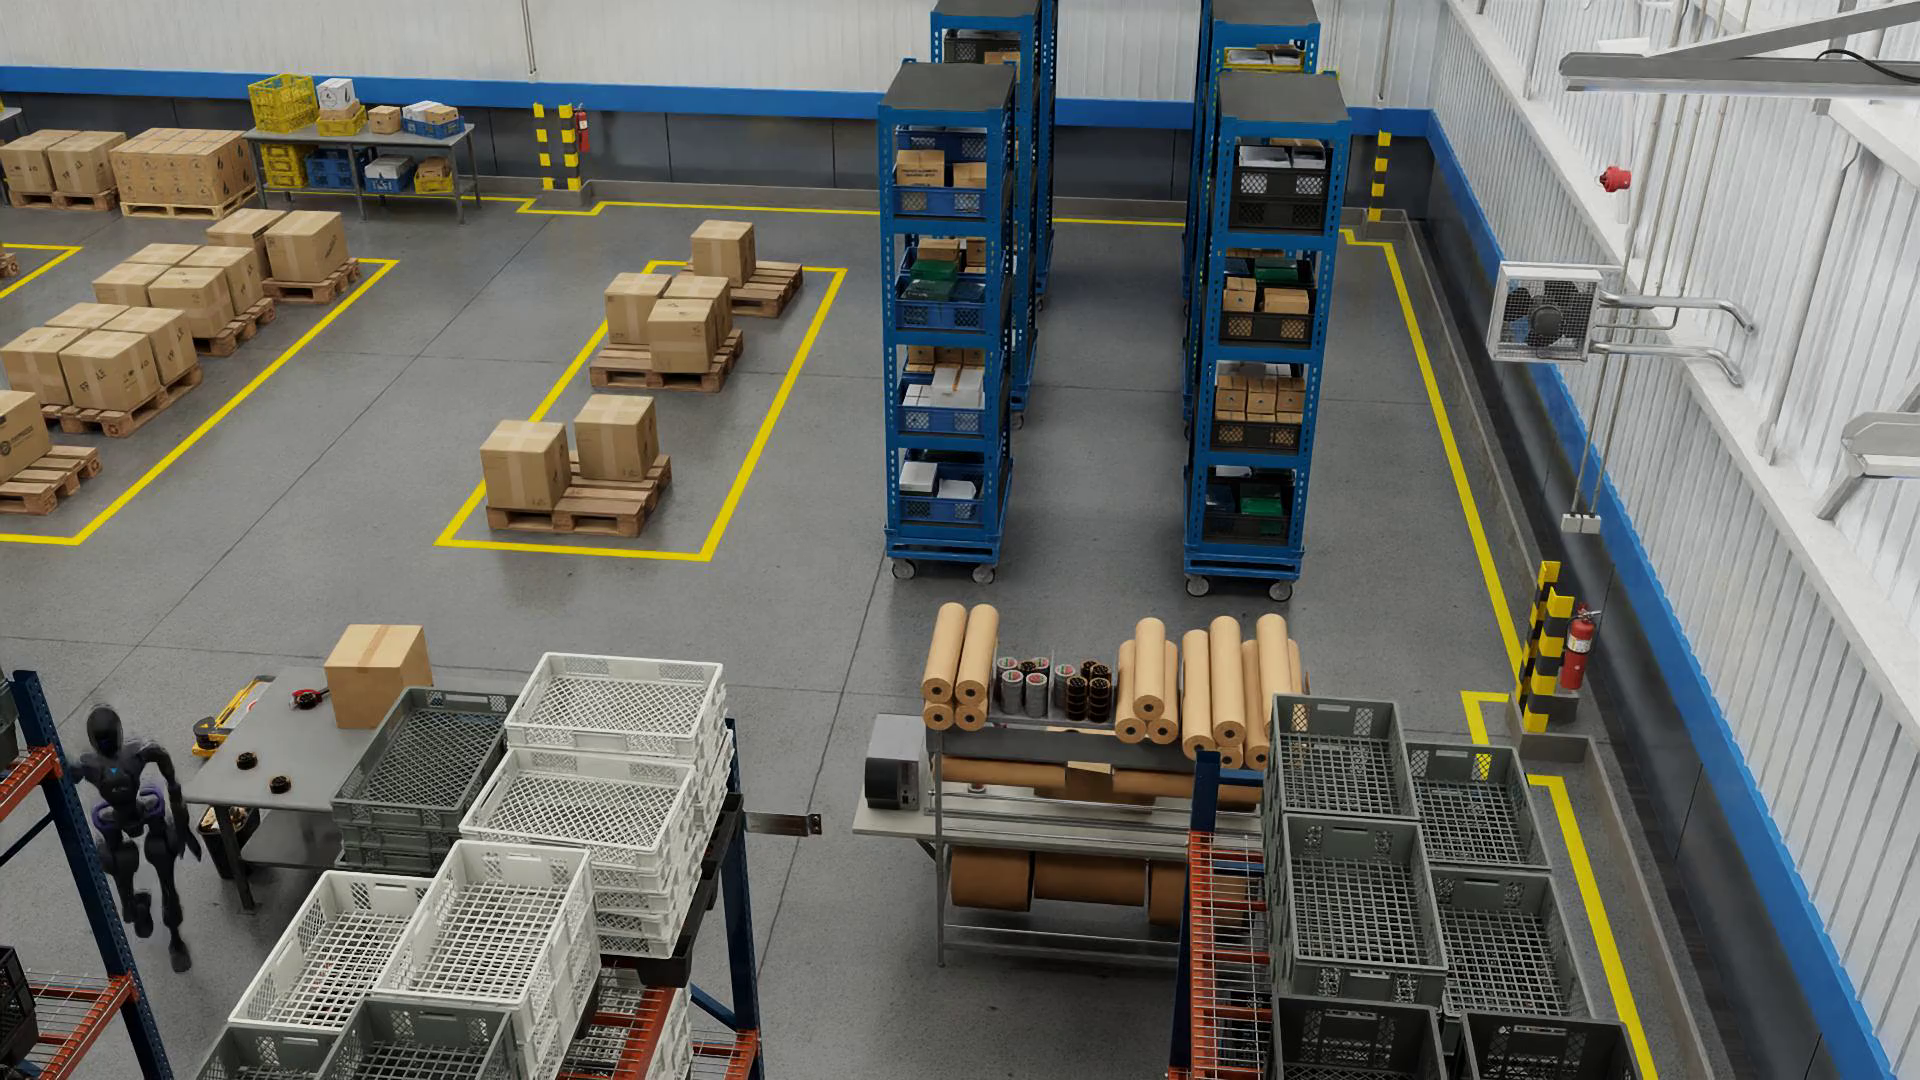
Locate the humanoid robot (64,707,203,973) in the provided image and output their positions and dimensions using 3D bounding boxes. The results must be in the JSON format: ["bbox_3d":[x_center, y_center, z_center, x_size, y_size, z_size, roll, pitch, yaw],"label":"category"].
[{"bbox_3d":[-4.302,1.534,8.645,0.599,1.647,0.443,-15,33,-24],"label":"humanoid robot"}]

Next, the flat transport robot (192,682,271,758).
[{"bbox_3d":[-4.089,1.163,10.648,1.431,0.197,0.652,3,30,6],"label":"flat transport robot"}]

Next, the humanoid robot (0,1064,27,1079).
[{"bbox_3d":[-4.393,2.270,7.425,0.791,1.615,0.582,-14,33,-23],"label":"humanoid robot"}]
